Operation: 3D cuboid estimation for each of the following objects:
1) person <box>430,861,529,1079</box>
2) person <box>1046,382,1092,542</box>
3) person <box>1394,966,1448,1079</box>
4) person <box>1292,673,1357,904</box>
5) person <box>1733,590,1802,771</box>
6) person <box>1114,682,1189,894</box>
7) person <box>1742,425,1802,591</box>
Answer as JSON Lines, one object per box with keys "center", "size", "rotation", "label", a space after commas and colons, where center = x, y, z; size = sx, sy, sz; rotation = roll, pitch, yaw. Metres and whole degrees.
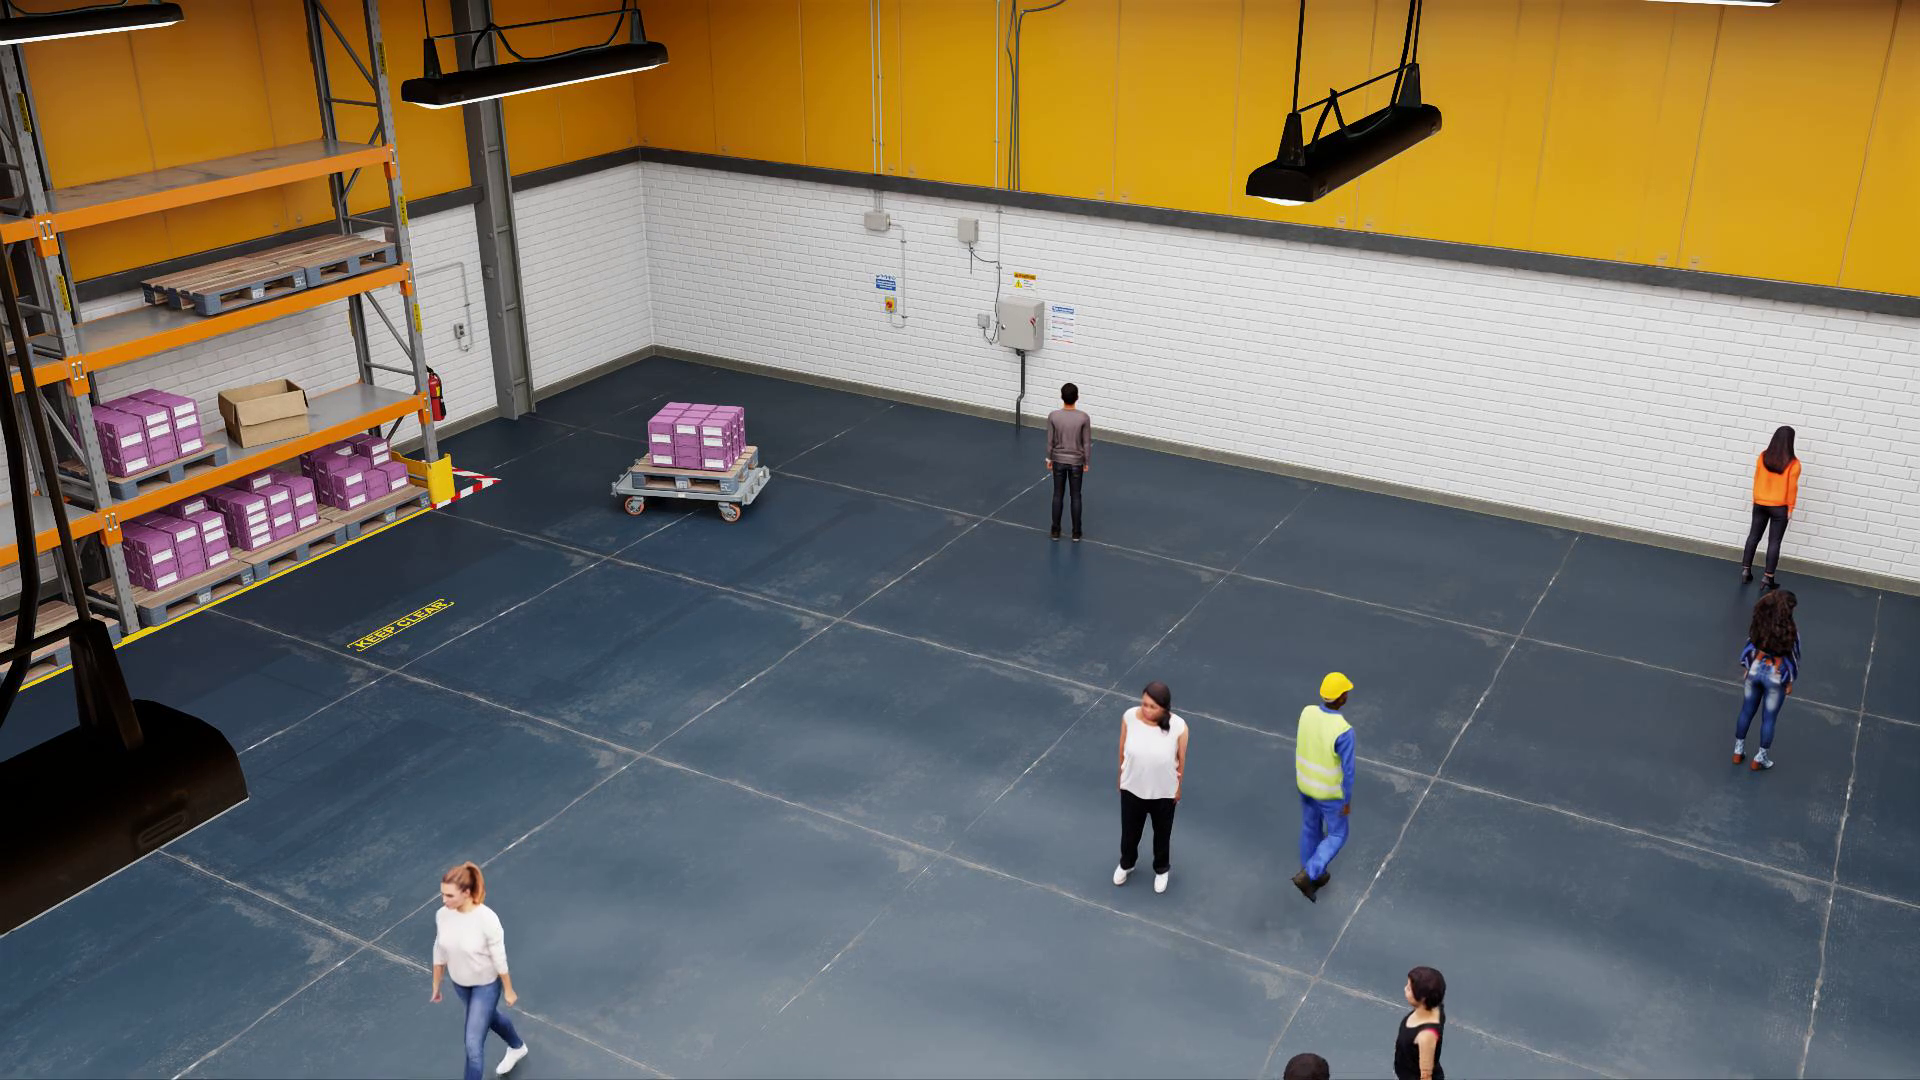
{"center": [-2.892, 2.682, 10.145], "size": [0.665, 1.670, 1.118], "rotation": [12, 26, 25], "label": "person"}
{"center": [1.171, -0.848, 18.103], "size": [0.705, 1.765, 0.660], "rotation": [6, 24, 14], "label": "person"}
{"center": [2.682, 3.087, 9.410], "size": [0.656, 1.518, 0.997], "rotation": [10, 26, 22], "label": "person"}
{"center": [2.561, 1.806, 11.987], "size": [0.902, 1.801, 0.790], "rotation": [-19, 30, -36], "label": "person"}
{"center": [6.670, 1.142, 13.740], "size": [0.669, 1.615, 0.679], "rotation": [-17, 29, -34], "label": "person"}
{"center": [1.393, 1.786, 12.174], "size": [0.679, 1.687, 0.640], "rotation": [9, 25, 20], "label": "person"}
{"center": [8.282, -0.343, 16.969], "size": [0.703, 1.748, 0.704], "rotation": [-15, 27, -30], "label": "person"}
